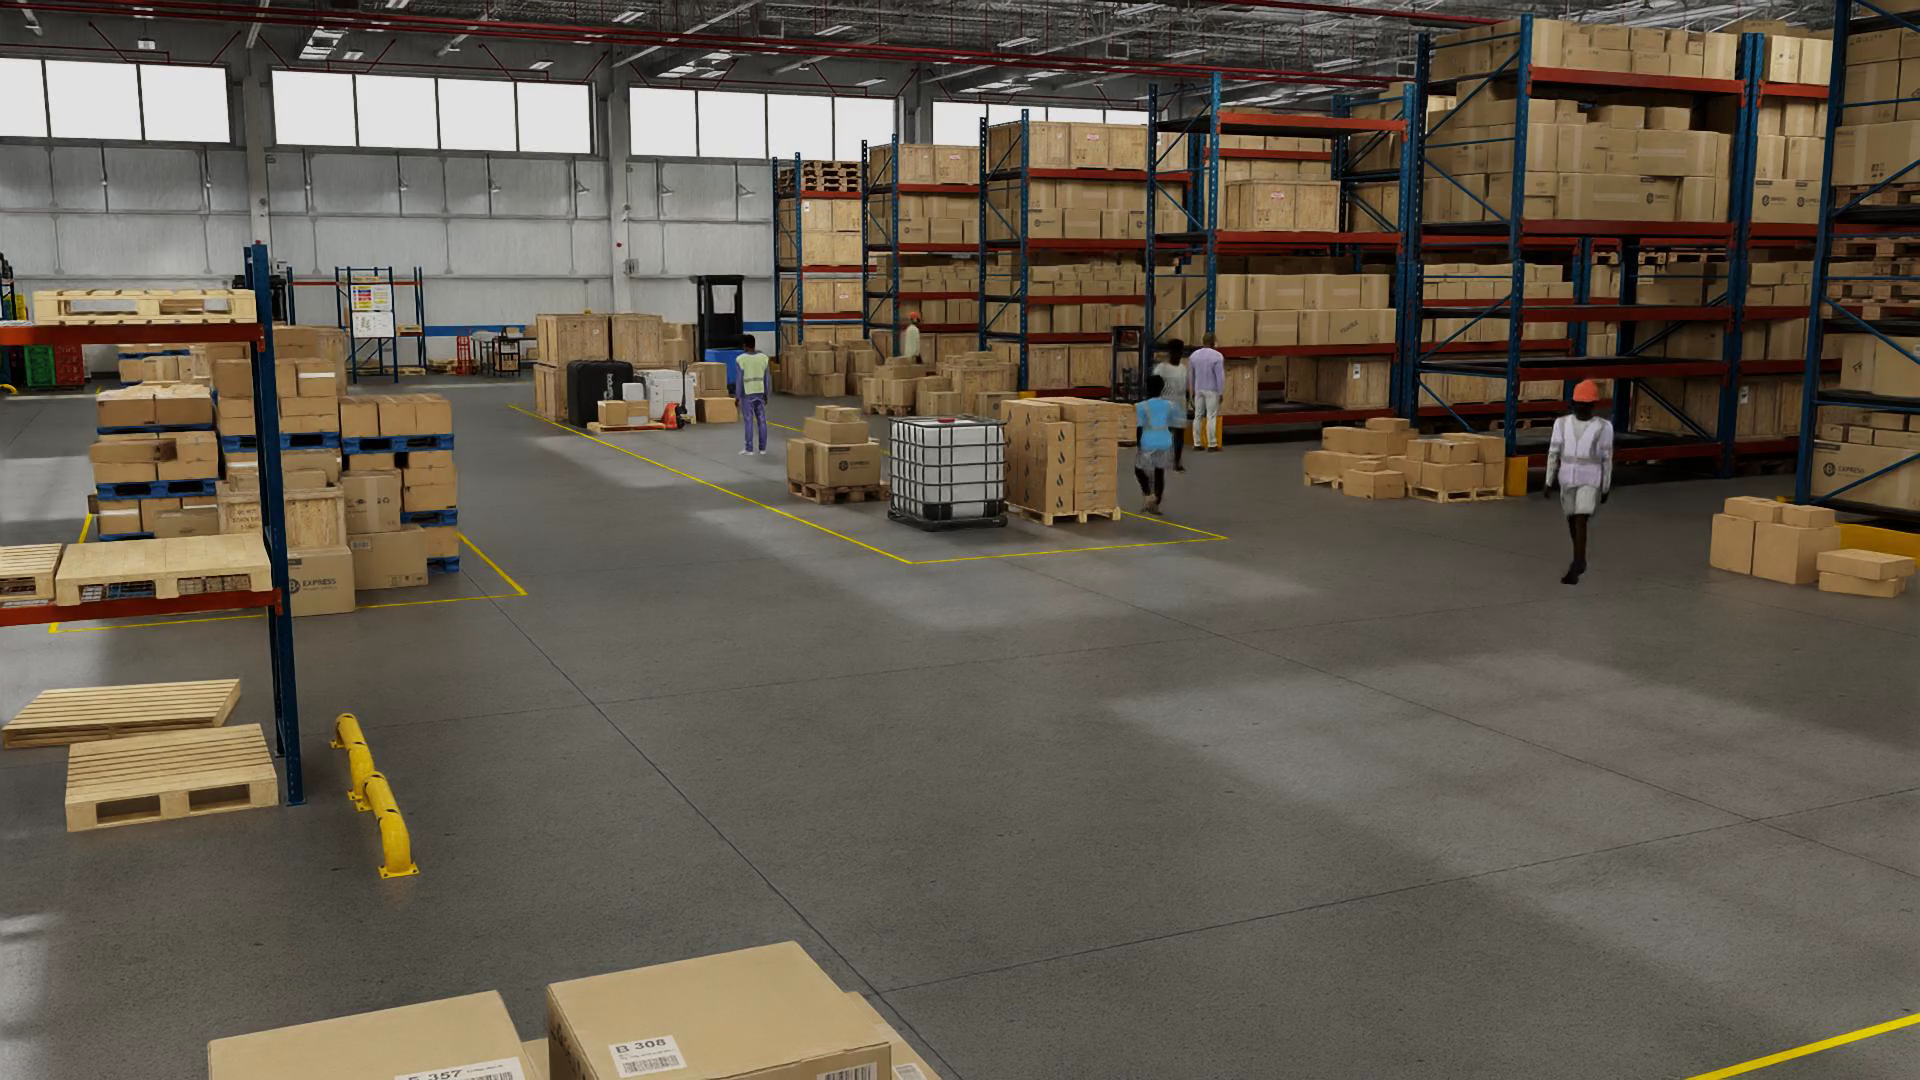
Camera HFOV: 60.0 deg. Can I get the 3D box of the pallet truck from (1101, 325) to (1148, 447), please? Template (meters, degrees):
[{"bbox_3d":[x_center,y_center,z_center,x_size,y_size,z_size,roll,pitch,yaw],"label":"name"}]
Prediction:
[{"bbox_3d":[2.881,-2.596,27.923,0.823,1.965,1.885,-1,9,-7],"label":"pallet truck"}]

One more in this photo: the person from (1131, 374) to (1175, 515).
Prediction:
[{"bbox_3d":[2.304,-1.128,19.776,0.539,1.685,0.364,-4,10,-21],"label":"person"}]

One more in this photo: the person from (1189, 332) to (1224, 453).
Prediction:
[{"bbox_3d":[3.963,-2.372,26.727,0.629,1.936,0.371,8,12,40],"label":"person"}]

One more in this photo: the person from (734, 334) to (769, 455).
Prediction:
[{"bbox_3d":[-3.284,-2.293,26.310,0.587,1.914,0.392,-7,11,-35],"label":"person"}]

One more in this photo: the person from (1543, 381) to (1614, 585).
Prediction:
[{"bbox_3d":[5.848,-0.563,15.663,0.549,1.899,0.972,7,12,38],"label":"person"}]

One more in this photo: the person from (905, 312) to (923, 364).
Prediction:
[{"bbox_3d":[-0.963,-4.311,38.639,0.814,1.967,0.642,-4,10,-26],"label":"person"}]

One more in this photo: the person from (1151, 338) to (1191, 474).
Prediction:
[{"bbox_3d":[3.050,-1.941,23.998,0.622,1.953,0.637,-4,10,-22],"label":"person"}]

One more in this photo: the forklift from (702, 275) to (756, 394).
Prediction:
[{"bbox_3d":[-5.556,-4.858,39.226,1.129,2.768,1.873,-4,10,-25],"label":"forklift"}]

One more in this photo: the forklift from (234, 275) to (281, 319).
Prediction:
[{"bbox_3d":[-15.632,-4.532,37.205,1.129,2.768,1.873,-4,10,-25],"label":"forklift"}]
